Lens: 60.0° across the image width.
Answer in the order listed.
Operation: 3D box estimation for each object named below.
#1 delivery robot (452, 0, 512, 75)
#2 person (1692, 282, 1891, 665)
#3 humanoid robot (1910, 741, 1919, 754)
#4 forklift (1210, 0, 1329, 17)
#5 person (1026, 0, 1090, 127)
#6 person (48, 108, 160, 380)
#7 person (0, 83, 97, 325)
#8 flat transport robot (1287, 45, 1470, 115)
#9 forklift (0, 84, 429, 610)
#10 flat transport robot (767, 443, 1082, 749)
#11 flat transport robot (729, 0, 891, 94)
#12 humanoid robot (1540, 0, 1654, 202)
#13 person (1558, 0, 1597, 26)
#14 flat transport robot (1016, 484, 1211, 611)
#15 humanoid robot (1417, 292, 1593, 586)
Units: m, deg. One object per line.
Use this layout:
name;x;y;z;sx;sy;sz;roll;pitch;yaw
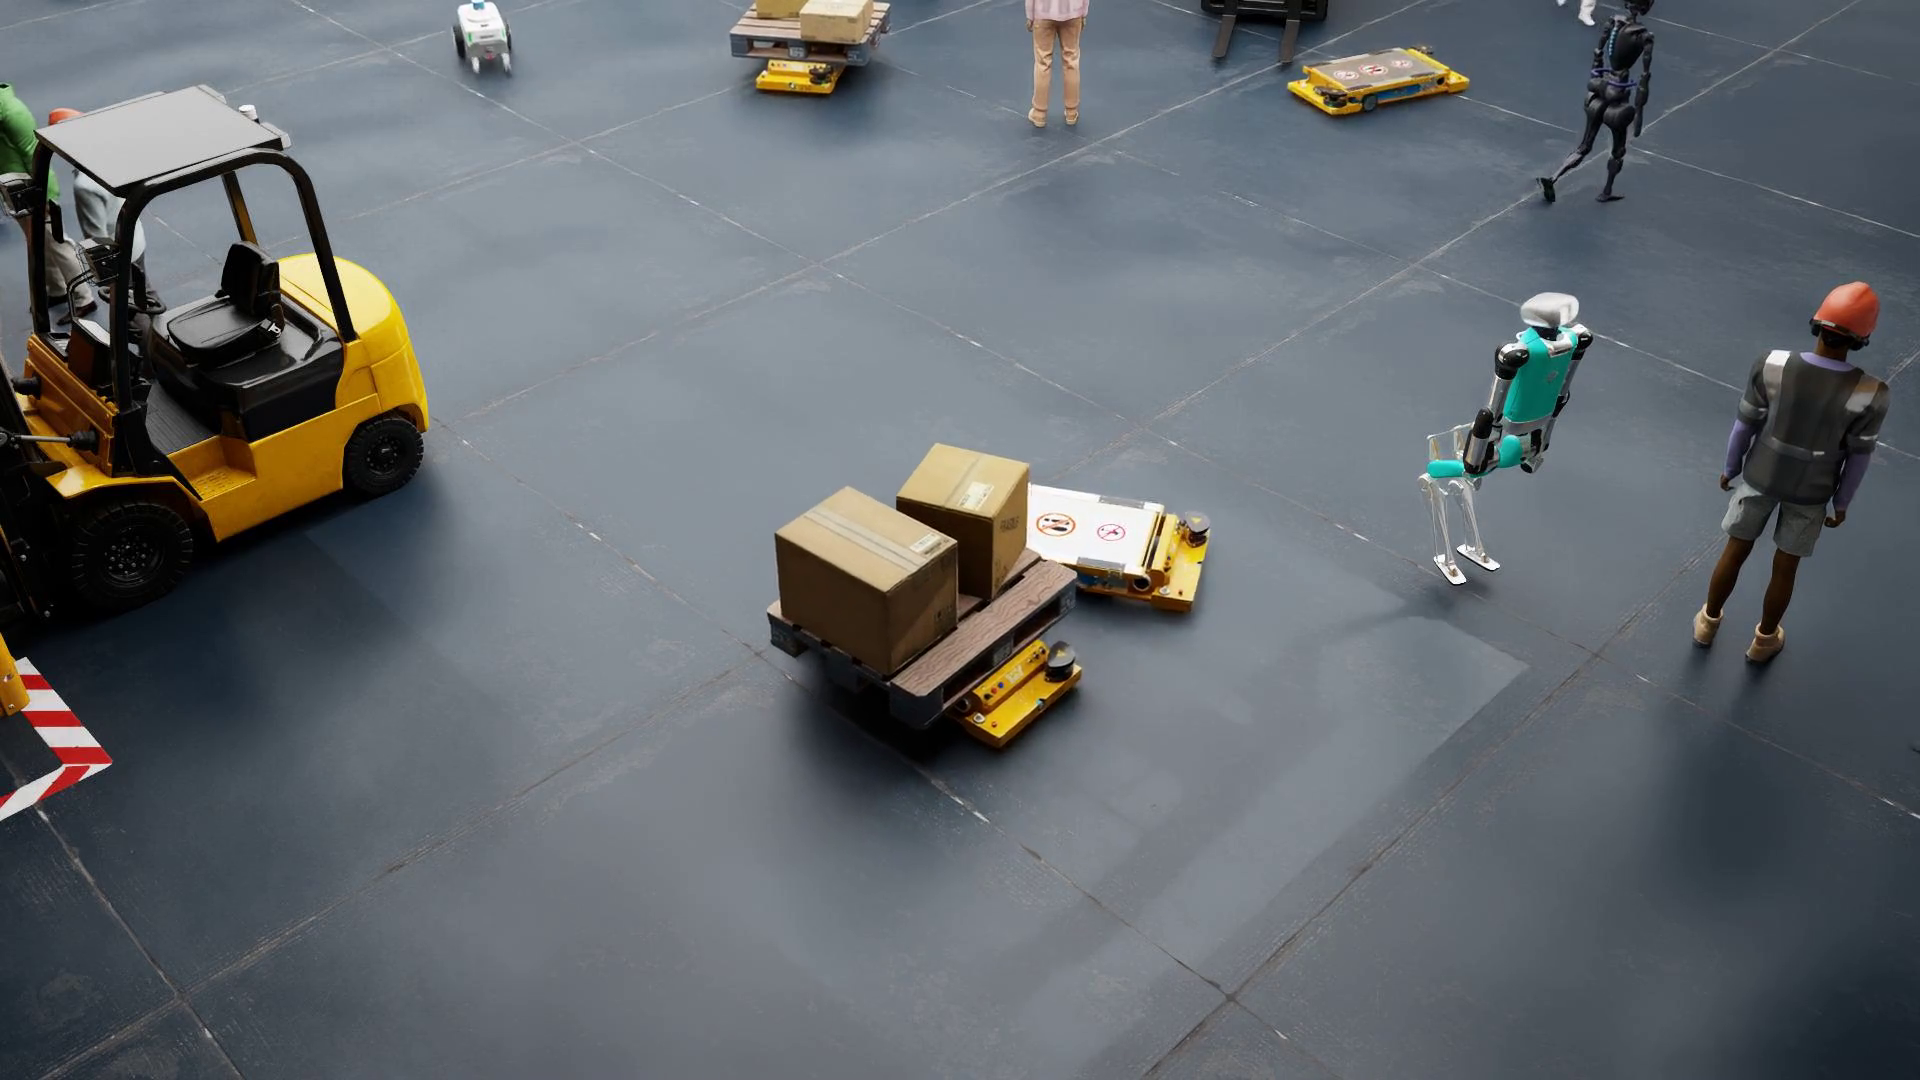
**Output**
delivery robot;-4.243;-4.511;14.801;0.499;0.600;0.804;-12;39;-16
person;3.940;-0.295;7.913;0.604;2.043;0.372;23;42;27
humanoid robot;4.802;0.466;7.240;0.686;1.638;0.597;16;39;20
forklift;3.106;-6.400;15.960;1.214;2.155;2.313;8;37;10
person;0.783;-4.192;13.343;0.520;1.784;0.401;-5;37;-6
person;-5.188;-1.802;10.180;0.352;1.740;0.571;-4;37;-6
person;-6.036;-2.258;10.755;0.537;1.783;0.387;25;43;29
flat transport robot;3.601;-3.950;14.284;1.431;0.231;0.659;-16;40;-20
forklift;-4.145;-1.093;8.856;2.313;2.155;1.214;-31;47;-34
flat transport robot;-0.161;0.503;8.323;1.431;0.231;0.659;27;44;31
flat transport robot;-1.307;-4.334;14.798;0.659;0.231;1.431;7;37;9
humanoid robot;4.734;-3.242;12.174;0.632;1.632;0.611;-13;39;-17
person;5.929;-5.635;15.407;0.573;1.607;0.522;-3;37;-3
flat transport robot;0.596;0.013;8.980;1.431;0.231;0.659;9;38;12
humanoid robot;2.660;-0.577;8.428;0.533;1.681;0.735;-17;40;-21
